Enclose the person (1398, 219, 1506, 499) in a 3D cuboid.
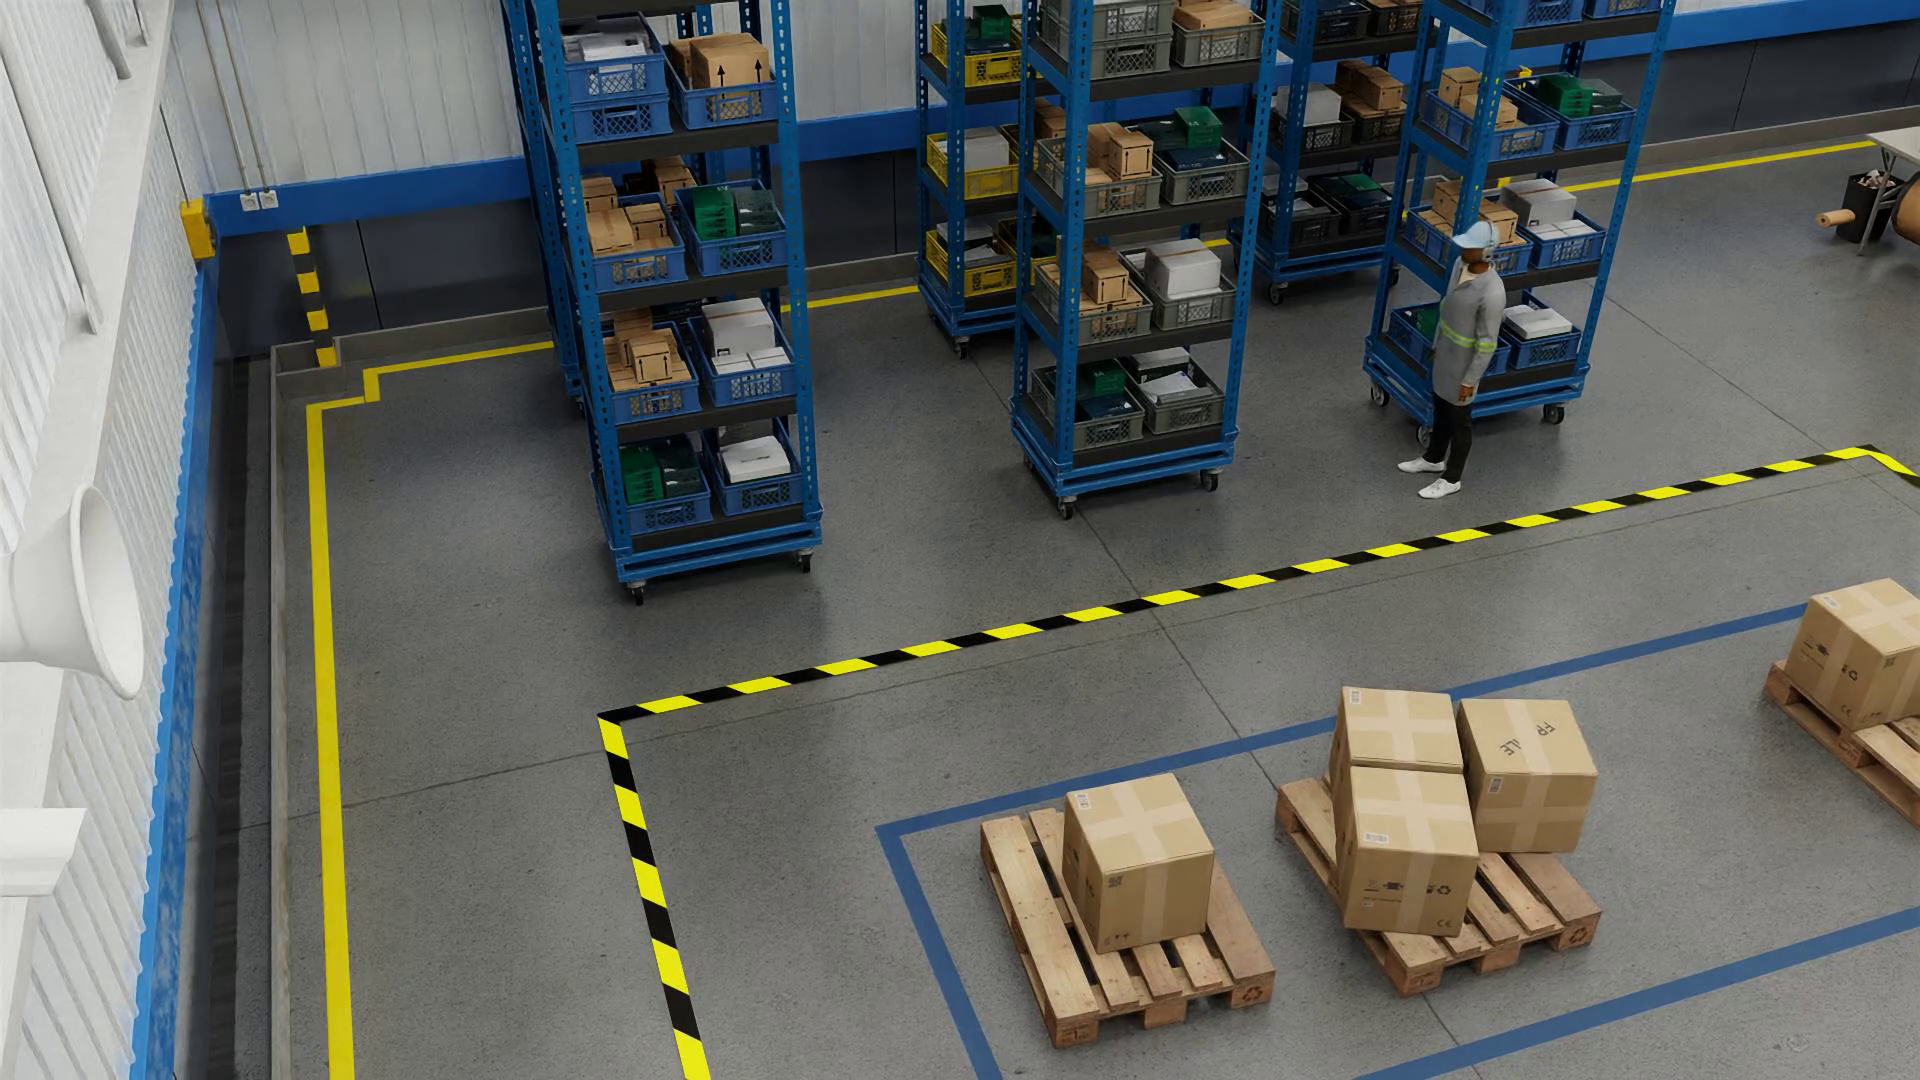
[{"bbox_3d":[3.062,-1.118,10.267,0.369,1.852,0.588,-6,36,-8],"label":"person"}]
